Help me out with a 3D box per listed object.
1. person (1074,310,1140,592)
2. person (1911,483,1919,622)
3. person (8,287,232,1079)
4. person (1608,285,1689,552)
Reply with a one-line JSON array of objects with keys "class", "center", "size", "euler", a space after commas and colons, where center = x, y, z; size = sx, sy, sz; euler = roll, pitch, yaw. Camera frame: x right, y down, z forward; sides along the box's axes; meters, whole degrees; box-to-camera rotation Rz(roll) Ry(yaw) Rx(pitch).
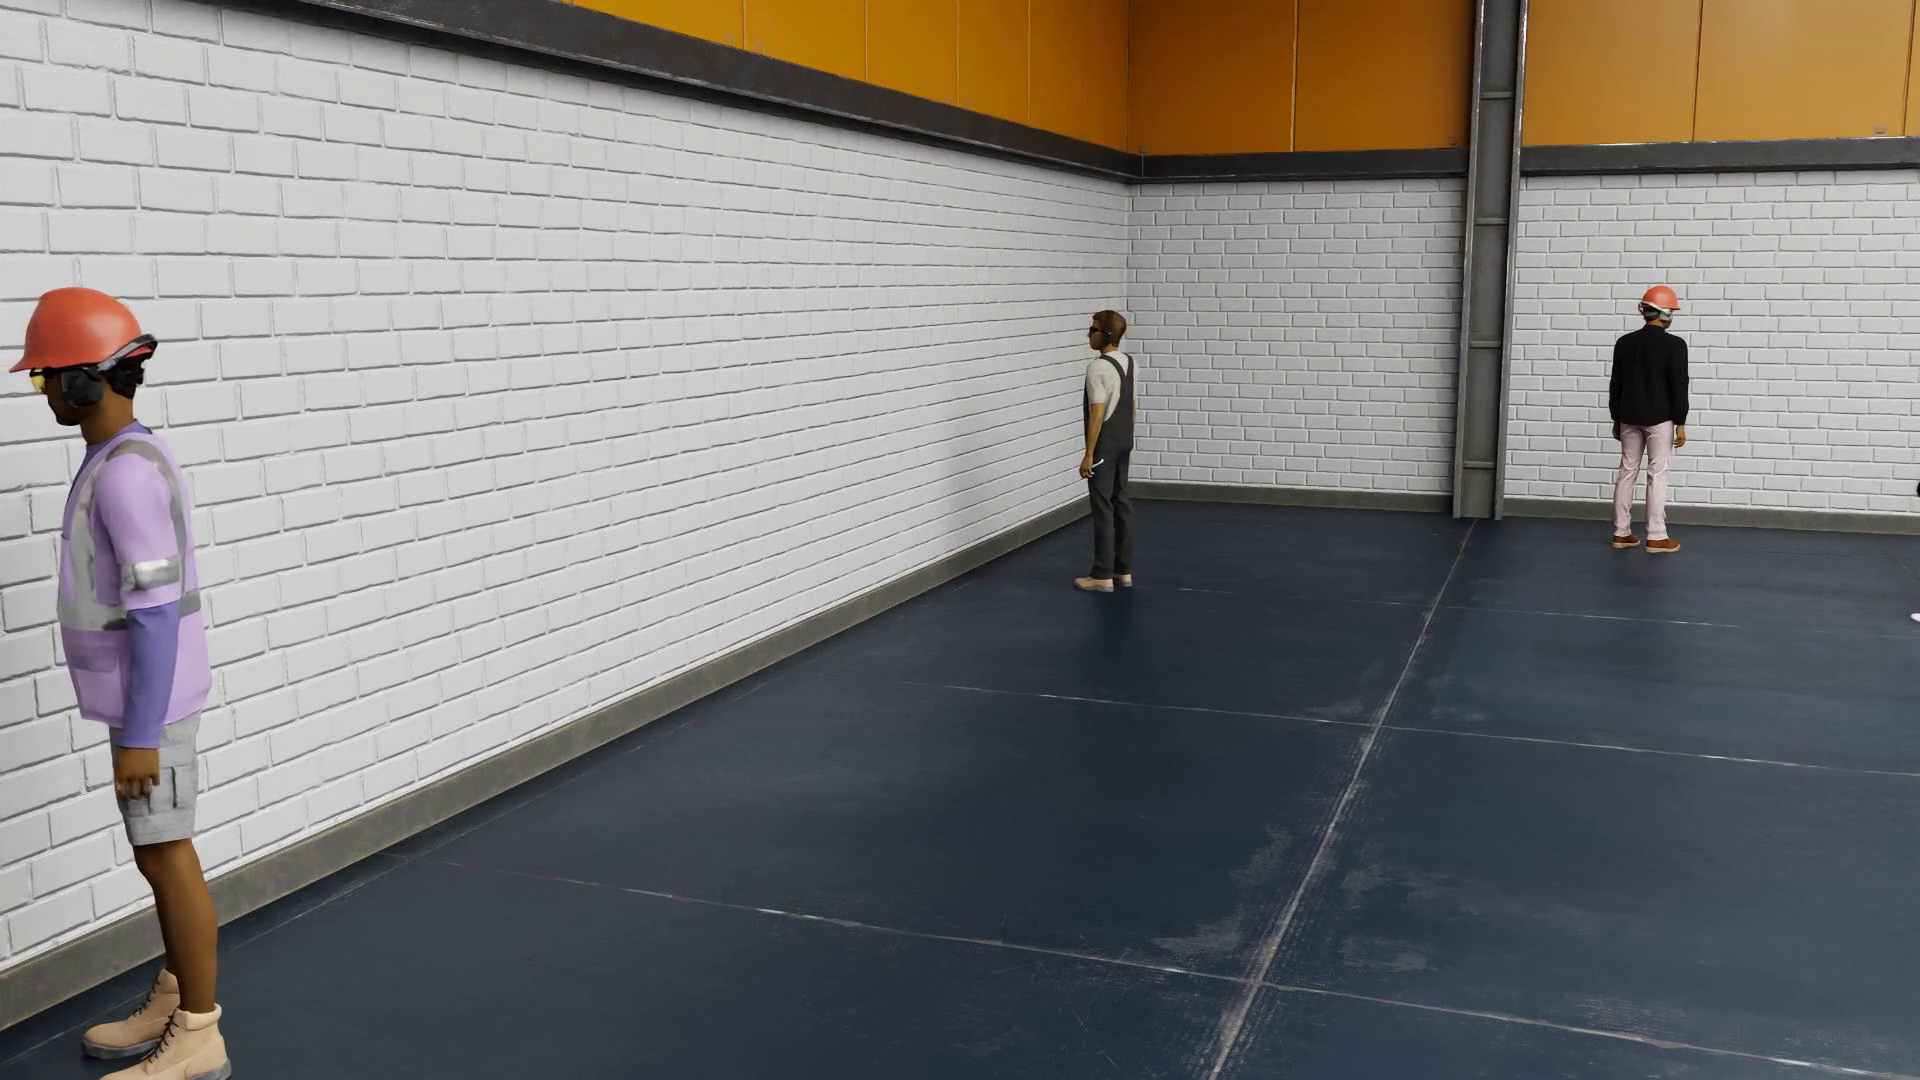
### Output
[{"class": "person", "center": [0.968, -0.584, 10.934], "size": [0.334, 1.846, 0.513], "euler": [7, 12, 38]}, {"class": "person", "center": [5.912, -0.441, 9.789], "size": [0.594, 1.922, 0.387], "euler": [-2, 9, -12]}, {"class": "person", "center": [-2.093, 0.396, 4.177], "size": [0.394, 2.040, 0.609], "euler": [-5, 10, -27]}, {"class": "person", "center": [5.183, -0.906, 12.493], "size": [0.389, 1.990, 0.625], "euler": [-6, 11, -33]}]
